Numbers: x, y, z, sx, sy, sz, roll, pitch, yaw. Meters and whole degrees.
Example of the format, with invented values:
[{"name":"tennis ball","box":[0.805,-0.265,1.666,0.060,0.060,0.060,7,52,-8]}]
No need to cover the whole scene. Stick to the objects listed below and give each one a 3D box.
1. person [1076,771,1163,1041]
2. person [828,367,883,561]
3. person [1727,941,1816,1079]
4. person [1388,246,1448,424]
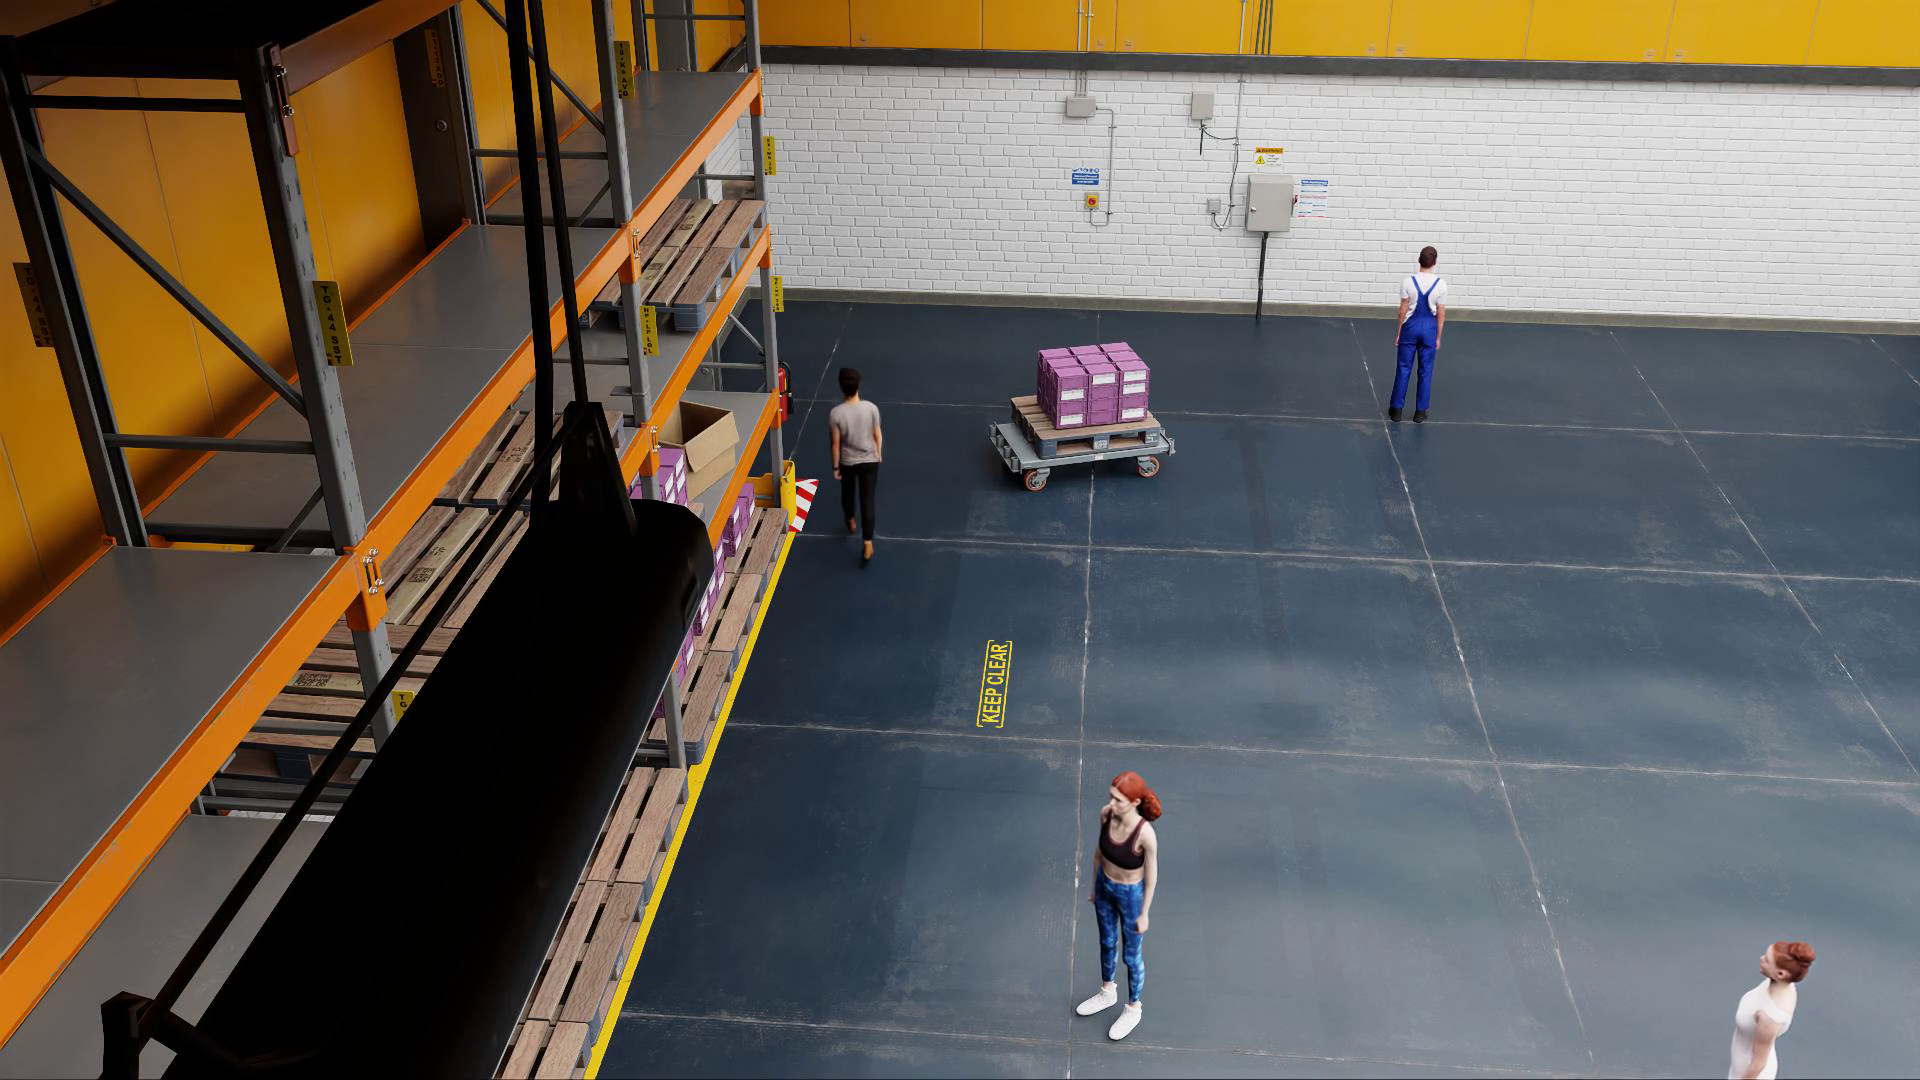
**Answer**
[{"name":"person","box":[0.914,2.050,9.410,0.733,1.785,0.676,-23,36,-36]},{"name":"person","box":[-0.881,-0.632,14.442,0.722,1.673,1.159,-2,29,-3]},{"name":"person","box":[3.932,2.671,8.261,0.700,1.793,0.562,16,32,27]},{"name":"person","box":[4.666,-2.097,16.941,0.655,1.851,0.605,7,29,12]}]
